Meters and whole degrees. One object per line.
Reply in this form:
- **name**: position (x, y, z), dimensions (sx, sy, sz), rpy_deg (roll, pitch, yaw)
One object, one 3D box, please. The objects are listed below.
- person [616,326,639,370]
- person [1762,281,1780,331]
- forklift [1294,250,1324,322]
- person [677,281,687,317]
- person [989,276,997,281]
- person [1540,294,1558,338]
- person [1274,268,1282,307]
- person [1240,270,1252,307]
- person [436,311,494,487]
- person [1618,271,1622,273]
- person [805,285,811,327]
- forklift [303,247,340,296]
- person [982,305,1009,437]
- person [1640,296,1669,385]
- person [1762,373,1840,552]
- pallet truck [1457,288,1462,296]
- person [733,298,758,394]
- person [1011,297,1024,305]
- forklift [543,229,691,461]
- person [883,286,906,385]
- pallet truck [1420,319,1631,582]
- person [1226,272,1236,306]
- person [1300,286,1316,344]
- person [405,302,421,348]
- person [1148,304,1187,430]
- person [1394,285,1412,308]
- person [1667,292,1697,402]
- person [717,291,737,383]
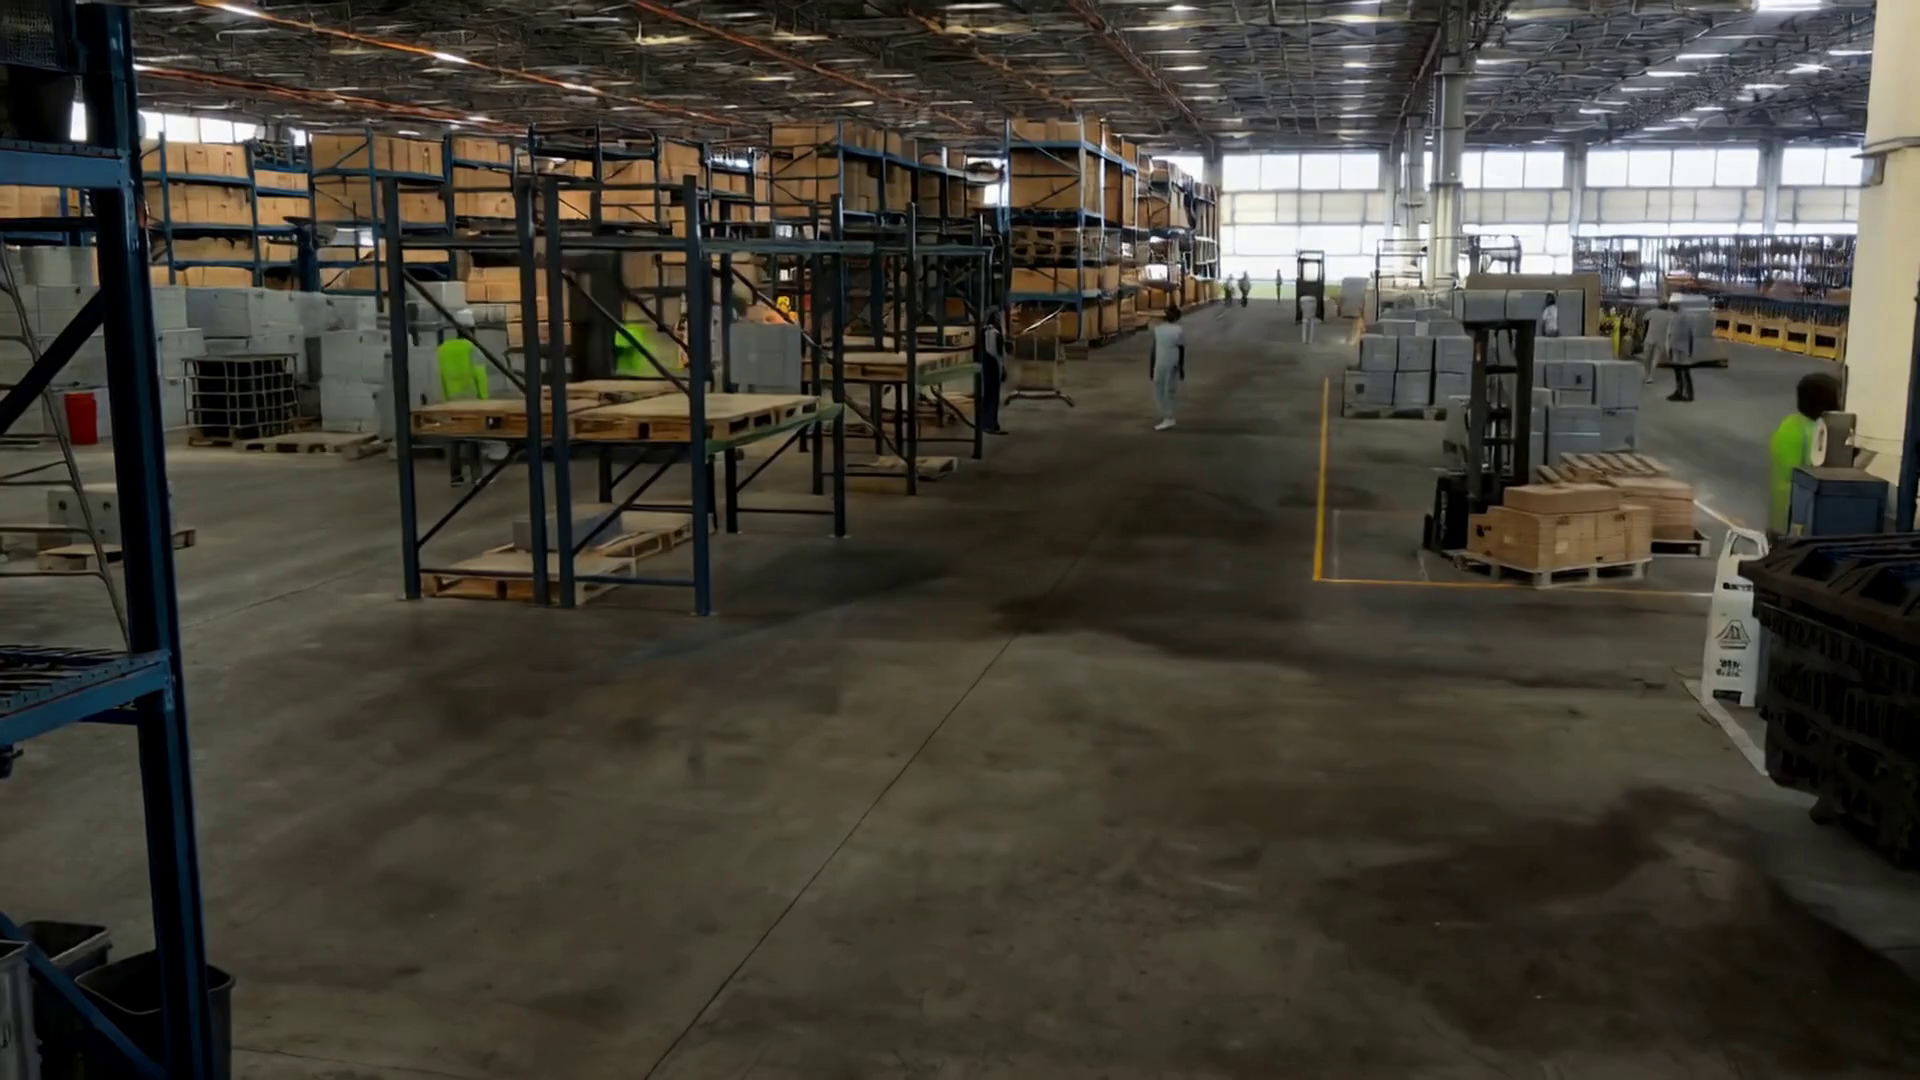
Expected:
- **person**: position (-4.376, -1.997, 20.879), dimensions (0.647, 1.921, 0.516), rpy_deg (-5, 11, -29)
- **person**: position (27.913, -8.020, 57.118), dimensions (0.948, 1.712, 0.539), rpy_deg (-3, 10, -17)
- **forklift**: position (13.778, -10.002, 65.433), dimensions (1.129, 2.768, 1.873), rpy_deg (2, 10, 12)
- **person**: position (-7.852, -6.546, 47.974), dimensions (0.601, 1.864, 1.020), rpy_deg (2, 10, 12)
- **person**: position (1.587, -11.491, 77.051), dimensions (0.373, 1.935, 0.628), rpy_deg (-6, 11, -30)
- **person**: position (13.736, -4.928, 38.966), dimensions (0.737, 1.673, 0.549), rpy_deg (9, 13, 43)
- **person**: position (16.682, -13.225, 87.137), dimensions (0.381, 1.994, 0.622), rpy_deg (1, 10, 5)
- **person**: position (14.776, -12.980, 85.995), dimensions (0.568, 1.883, 0.984), rpy_deg (3, 10, 16)
- **person**: position (-5.407, -1.536, 18.150), dimensions (0.586, 1.917, 0.391), rpy_deg (3, 10, 18)
- **person**: position (35.796, -13.653, 90.137), dimensions (0.564, 1.838, 0.388), rpy_deg (-5, 11, -29)
- **person**: position (-4.944, -7.598, 54.892), dimensions (0.534, 1.619, 0.380), rpy_deg (2, 10, 12)
- **forklift**: position (-18.998, -7.326, 49.586), dimensions (1.873, 2.768, 1.129), rpy_deg (8, 12, 39)
- **person**: position (0.458, -2.354, 23.207), dimensions (0.336, 1.845, 0.513), rpy_deg (-5, 11, -27)
- **person**: position (13.717, -3.934, 32.819), dimensions (0.413, 1.757, 0.545), rpy_deg (-9, 13, -44)
- **person**: position (5.140, -0.123, 10.159), dimensions (0.641, 1.798, 0.950), rpy_deg (-9, 13, -43)
- **pallet truck**: position (20.506, -9.785, 68.819), dimensions (0.653, 1.274, 1.630), rpy_deg (2, 10, 12)
- **person**: position (-3.351, -2.777, 25.645), dimensions (0.599, 1.873, 0.960), rpy_deg (1, 10, 8)
- **person**: position (1.982, -8.165, 57.628), dimensions (0.429, 1.845, 0.627), rpy_deg (7, 12, 37)
- **forklift**: position (-4.305, -2.407, 20.461), dimensions (1.873, 2.768, 1.129), rpy_deg (0, 10, -2)
- **person**: position (-1.229, -4.057, 32.934), dimensions (0.607, 1.966, 0.367), rpy_deg (4, 11, 24)
- **pallet truck**: position (4.543, -0.757, 13.299), dimensions (0.823, 1.965, 1.885), rpy_deg (-4, 10, -22)
- **person**: position (14.408, -13.332, 88.434), dimensions (0.533, 1.772, 0.297), rpy_deg (2, 10, 14)
- **person**: position (10.162, -6.565, 48.574), dimensions (0.533, 1.698, 0.322), rpy_deg (-3, 10, -16)
- **person**: position (-8.220, -2.646, 24.985), dimensions (1.006, 1.824, 0.587), rpy_deg (1, 10, 4)
- **person**: position (2.991, -2.525, 24.302), dimensions (0.733, 1.837, 0.638), rpy_deg (-8, 13, -40)
- **person**: position (11.019, -5.453, 41.629), dimensions (0.624, 1.815, 0.460), rpy_deg (-8, 13, -41)
- **person**: position (12.568, -3.359, 28.965), dimensions (0.401, 1.926, 0.588), rpy_deg (-4, 10, -20)
- **person**: position (-4.659, -4.056, 33.271), dimensions (0.456, 1.843, 0.641), rpy_deg (2, 10, 10)
